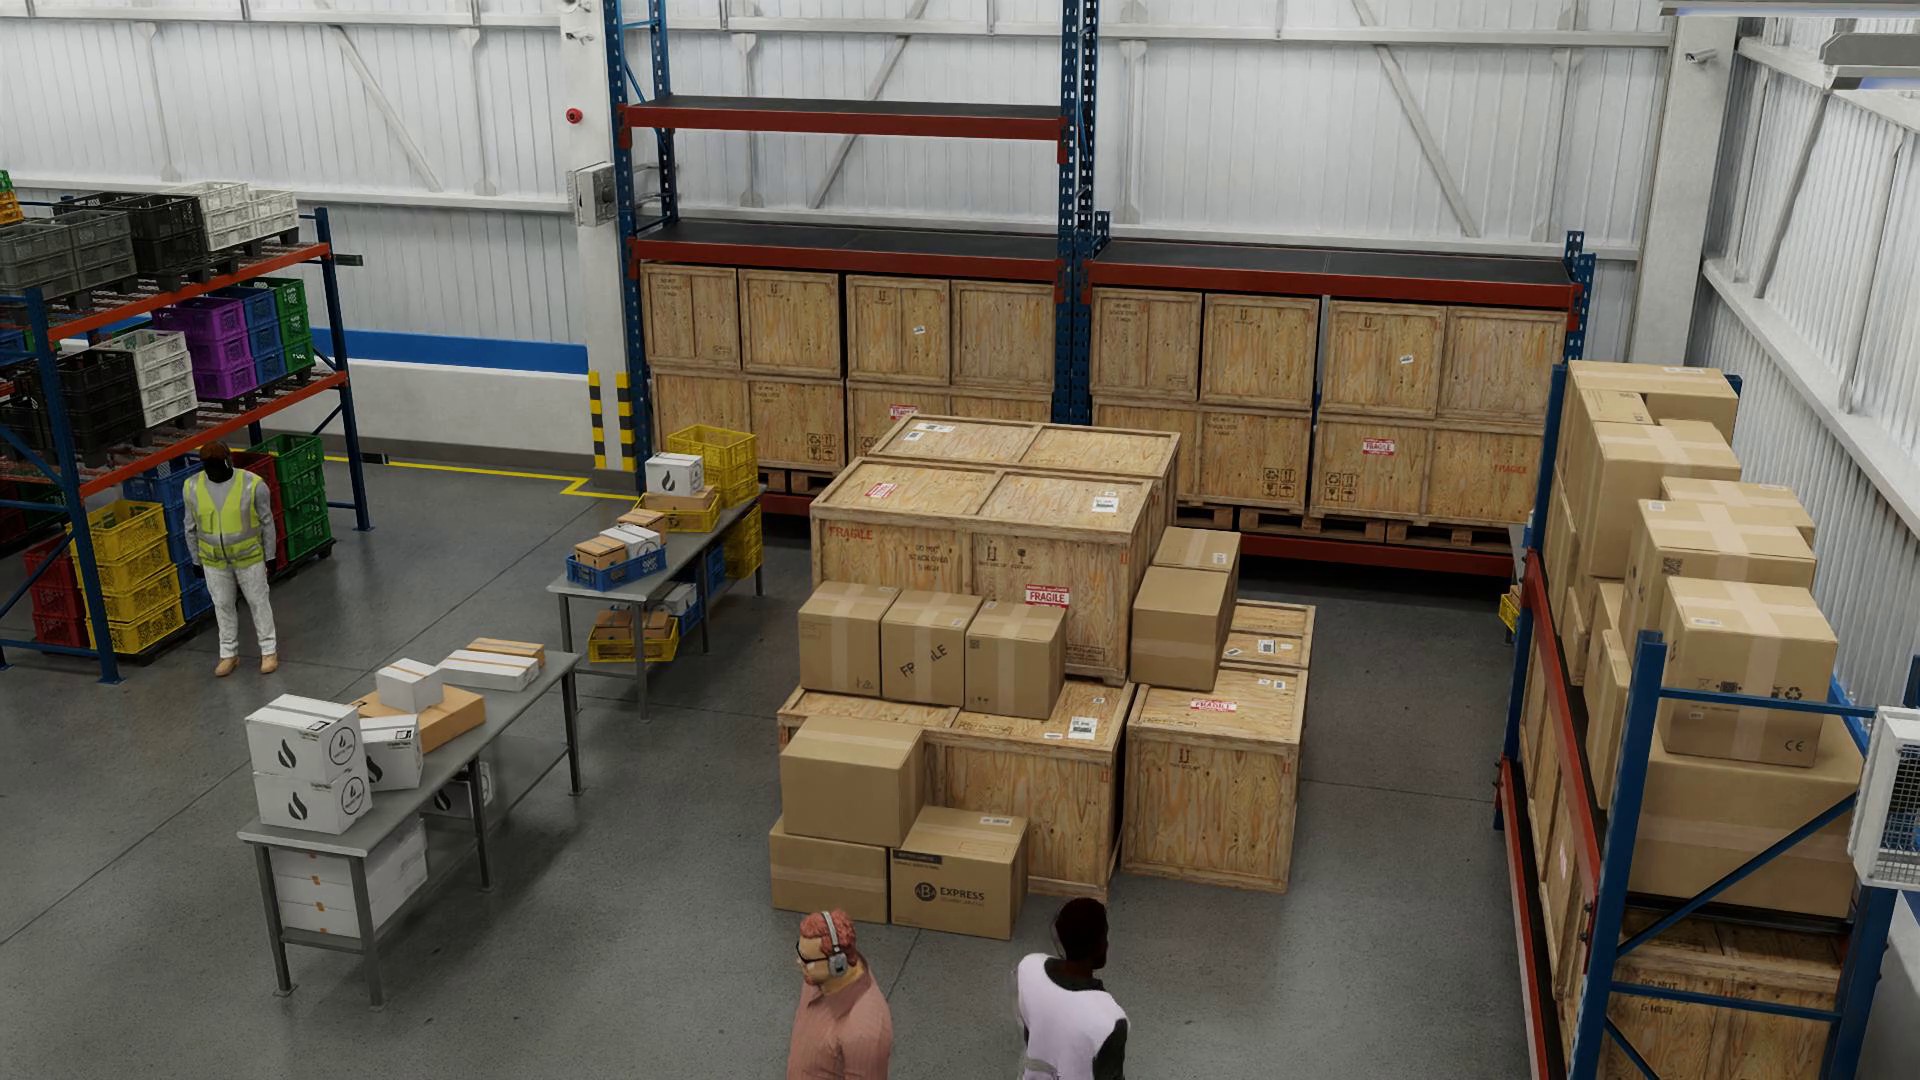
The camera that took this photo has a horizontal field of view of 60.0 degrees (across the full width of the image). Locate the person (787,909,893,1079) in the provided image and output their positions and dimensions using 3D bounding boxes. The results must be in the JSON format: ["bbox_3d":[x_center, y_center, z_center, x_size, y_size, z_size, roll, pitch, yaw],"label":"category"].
[{"bbox_3d":[-0.490,2.317,6.688,0.402,1.899,0.630,-7,22,-17],"label":"person"}]

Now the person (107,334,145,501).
[{"bbox_3d":[-7.744,-0.991,15.417,0.493,1.849,0.589,-10,23,-24],"label":"person"}]

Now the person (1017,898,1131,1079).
[{"bbox_3d":[0.467,2.290,6.743,0.442,1.910,0.600,-18,27,-39],"label":"person"}]

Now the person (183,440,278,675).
[{"bbox_3d":[-5.451,0.134,12.473,0.633,1.841,0.429,-3,21,-8],"label":"person"}]
